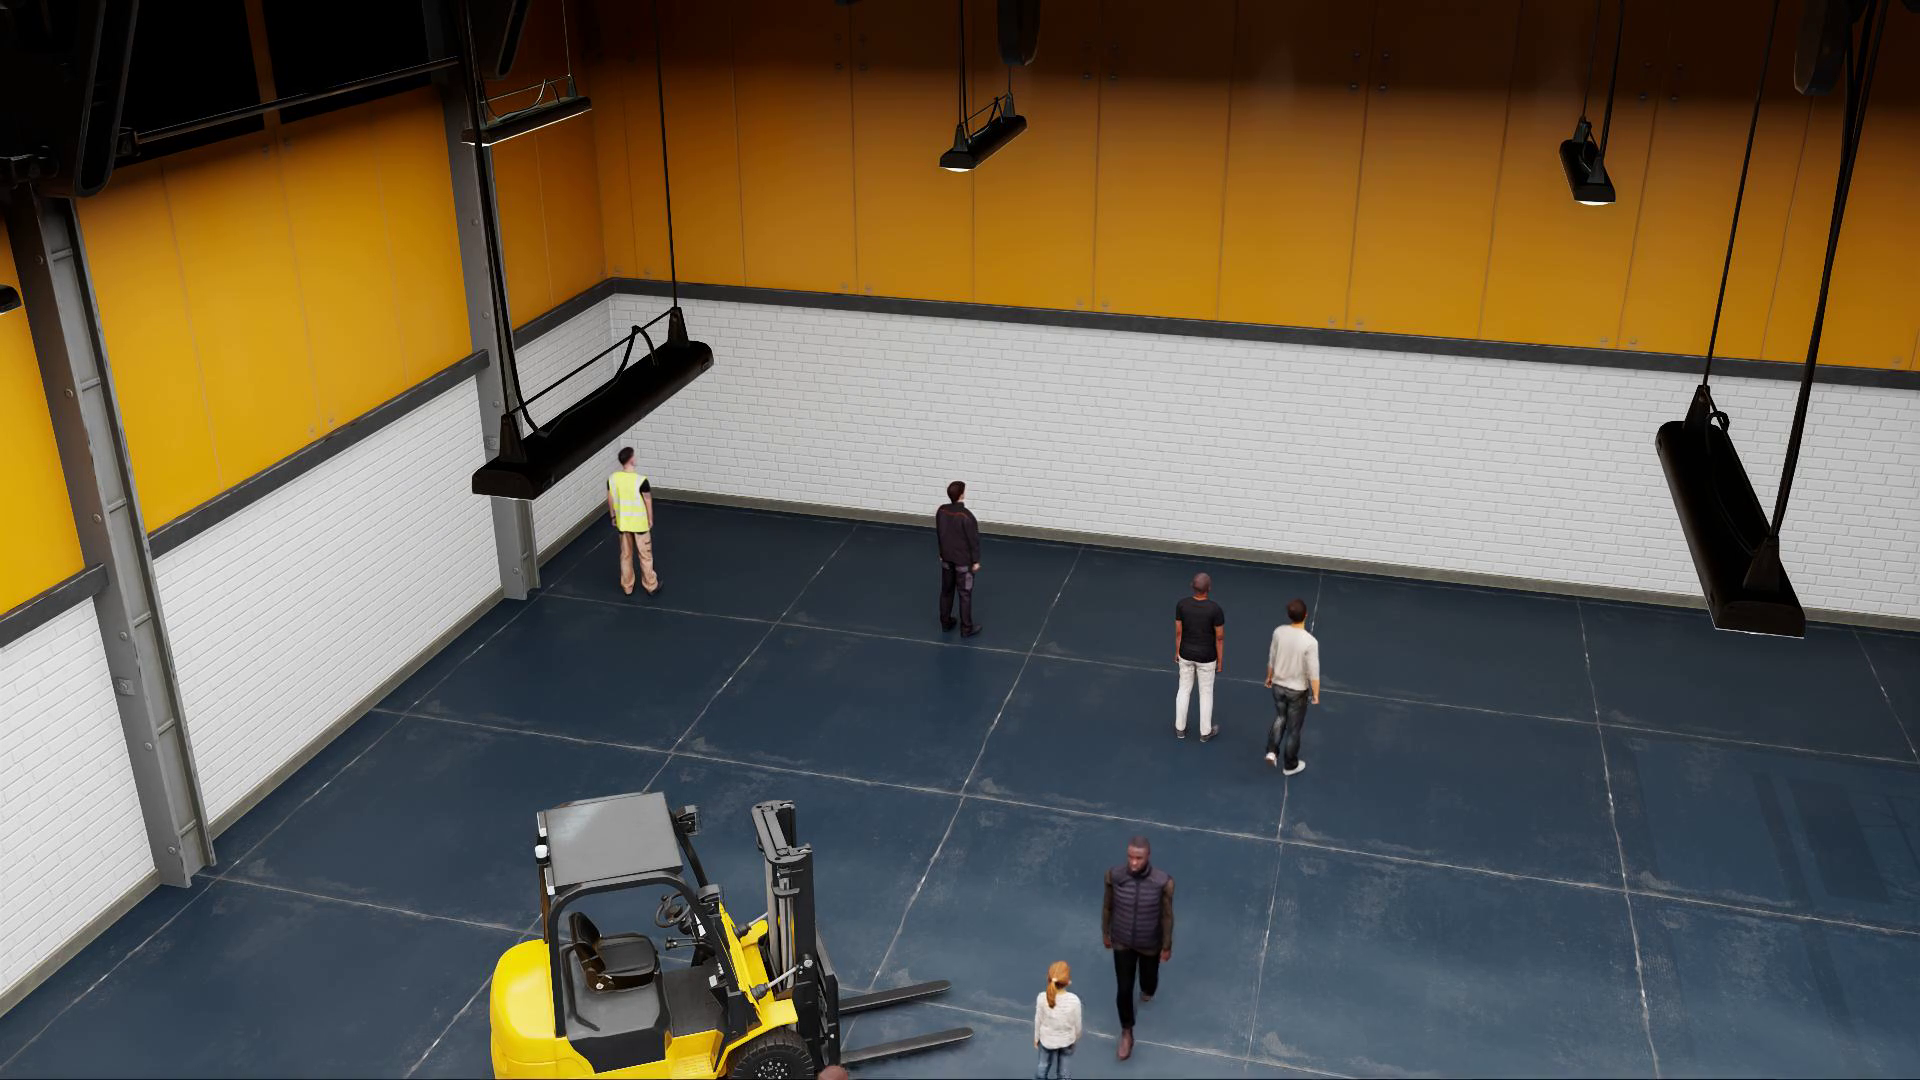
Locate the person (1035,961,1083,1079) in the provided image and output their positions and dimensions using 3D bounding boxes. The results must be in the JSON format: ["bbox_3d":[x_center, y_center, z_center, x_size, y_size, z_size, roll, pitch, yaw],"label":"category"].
[{"bbox_3d":[0.700,3.549,11.681,0.481,1.311,0.548,4,24,8],"label":"person"}]

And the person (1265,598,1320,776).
[{"bbox_3d":[3.105,1.434,15.910,0.870,1.799,0.887,21,31,40],"label":"person"}]

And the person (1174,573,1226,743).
[{"bbox_3d":[2.362,1.159,16.532,0.675,1.805,0.627,9,25,20],"label":"person"}]

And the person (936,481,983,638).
[{"bbox_3d":[-0.031,0.203,18.679,0.785,1.838,0.708,16,28,32],"label":"person"}]

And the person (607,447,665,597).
[{"bbox_3d":[-3.853,-0.219,19.634,0.704,1.845,0.718,4,24,10],"label":"person"}]

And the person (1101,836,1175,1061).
[{"bbox_3d":[1.343,2.955,12.410,0.683,1.816,0.990,6,24,14],"label":"person"}]
